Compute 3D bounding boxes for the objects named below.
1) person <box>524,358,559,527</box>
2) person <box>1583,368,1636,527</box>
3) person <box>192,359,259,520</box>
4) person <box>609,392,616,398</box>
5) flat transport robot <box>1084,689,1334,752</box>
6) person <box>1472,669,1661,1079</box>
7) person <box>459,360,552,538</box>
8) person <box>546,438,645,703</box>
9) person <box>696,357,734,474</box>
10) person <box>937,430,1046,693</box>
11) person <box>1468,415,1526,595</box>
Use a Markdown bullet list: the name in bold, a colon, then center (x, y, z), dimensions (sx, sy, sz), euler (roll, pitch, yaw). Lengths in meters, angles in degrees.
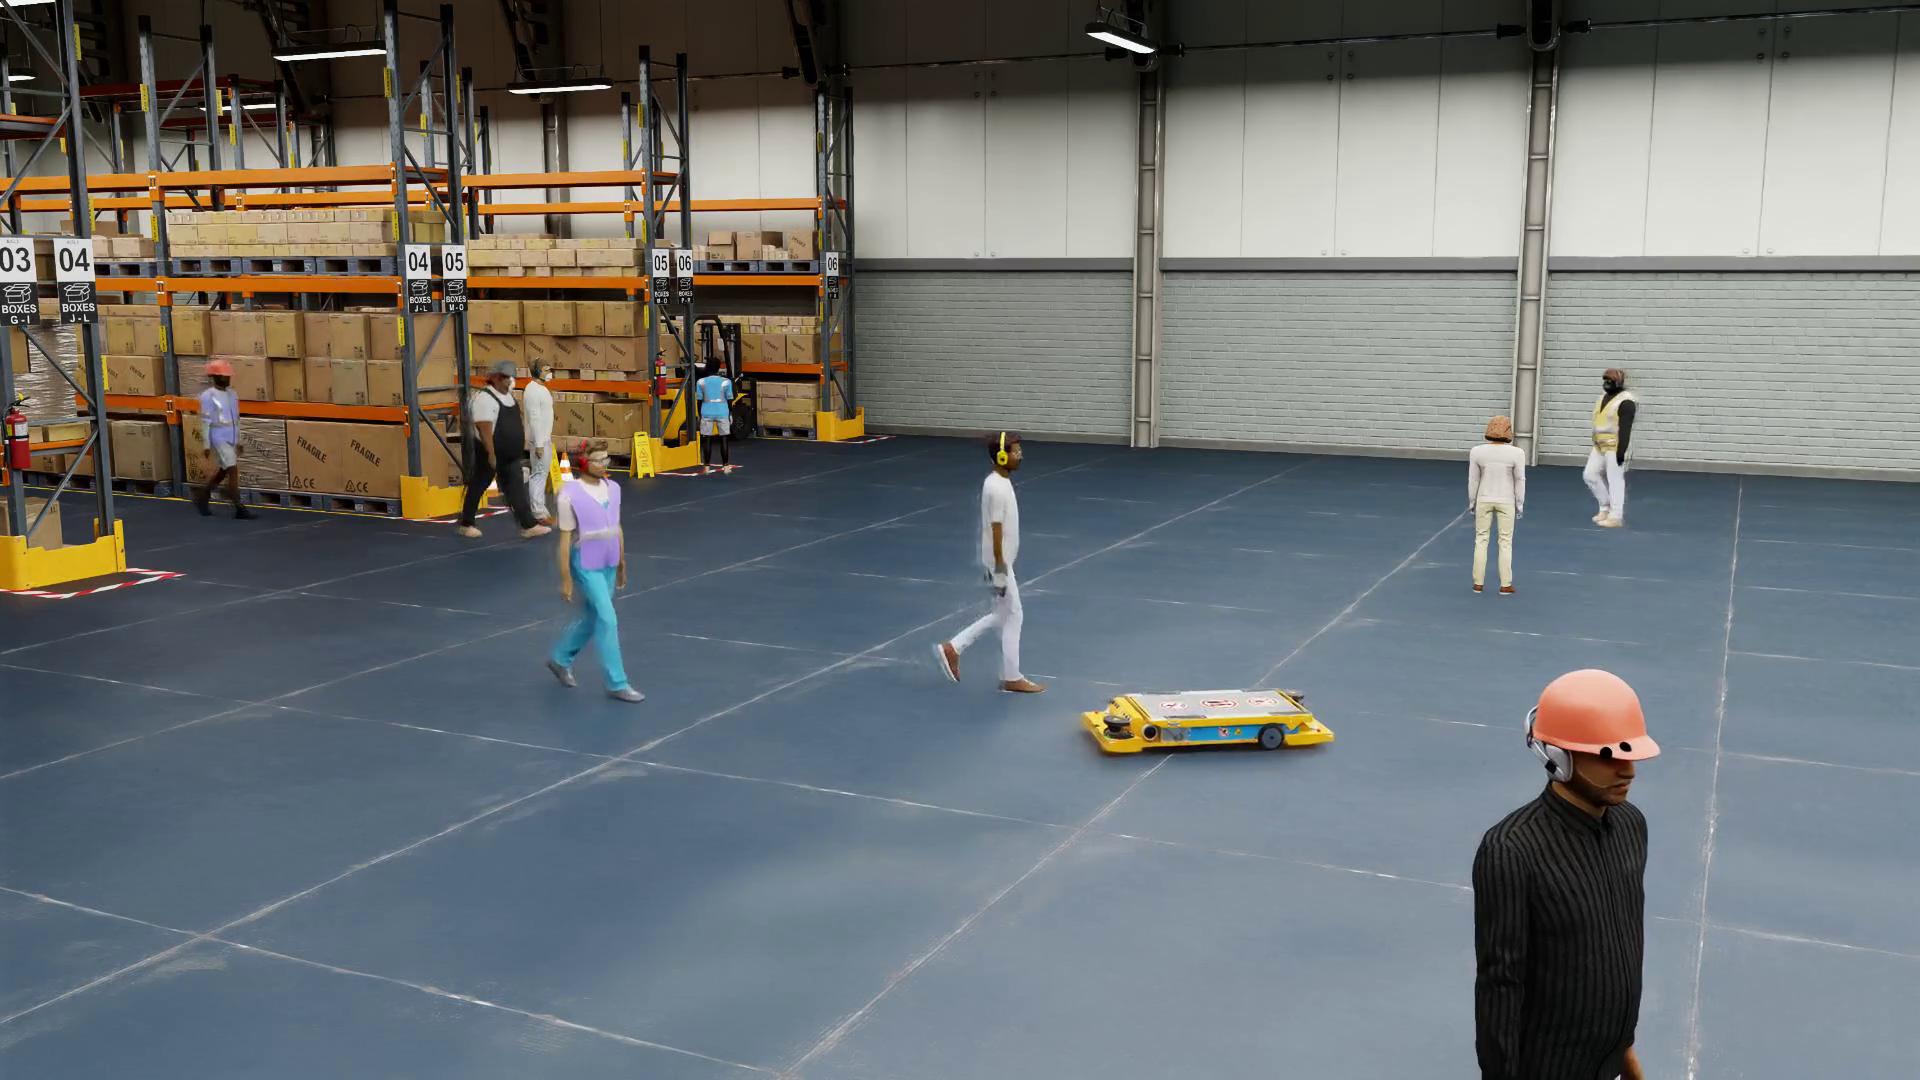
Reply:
- **person**: center (-4.811, -1.124, 19.116), dimensions (0.372, 1.940, 0.630), euler (-1, 9, -7)
- **person**: center (7.418, -1.046, 18.972), dimensions (0.455, 1.826, 0.649), euler (-1, 9, -8)
- **person**: center (-8.753, -1.191, 19.642), dimensions (0.899, 1.911, 0.551), euler (2, 10, 15)
- **person**: center (-5.930, -2.390, 26.860), dimensions (0.779, 1.935, 0.650), euler (5, 11, 29)
- **flat transport robot**: center (1.549, 1.122, 10.444), dimensions (1.431, 0.197, 0.652), euler (-1, 9, -8)
- **person**: center (1.502, 1.291, 4.135), dimensions (0.612, 1.995, 0.382), euler (-7, 12, -37)
- **person**: center (-5.064, -1.028, 18.217), dimensions (1.060, 2.000, 0.694), euler (4, 10, 21)
- **person**: center (-2.551, 0.187, 11.457), dimensions (0.900, 1.812, 0.575), euler (5, 10, 27)
- **person**: center (-3.518, -1.786, 23.910), dimensions (0.540, 1.696, 0.317), euler (0, 9, -1)
- **person**: center (0.225, 0.158, 11.534), dimensions (0.694, 1.853, 0.517), euler (0, 9, 2)
- **person**: center (4.868, -0.318, 15.110), dimensions (0.500, 1.633, 0.280), euler (5, 10, 27)
